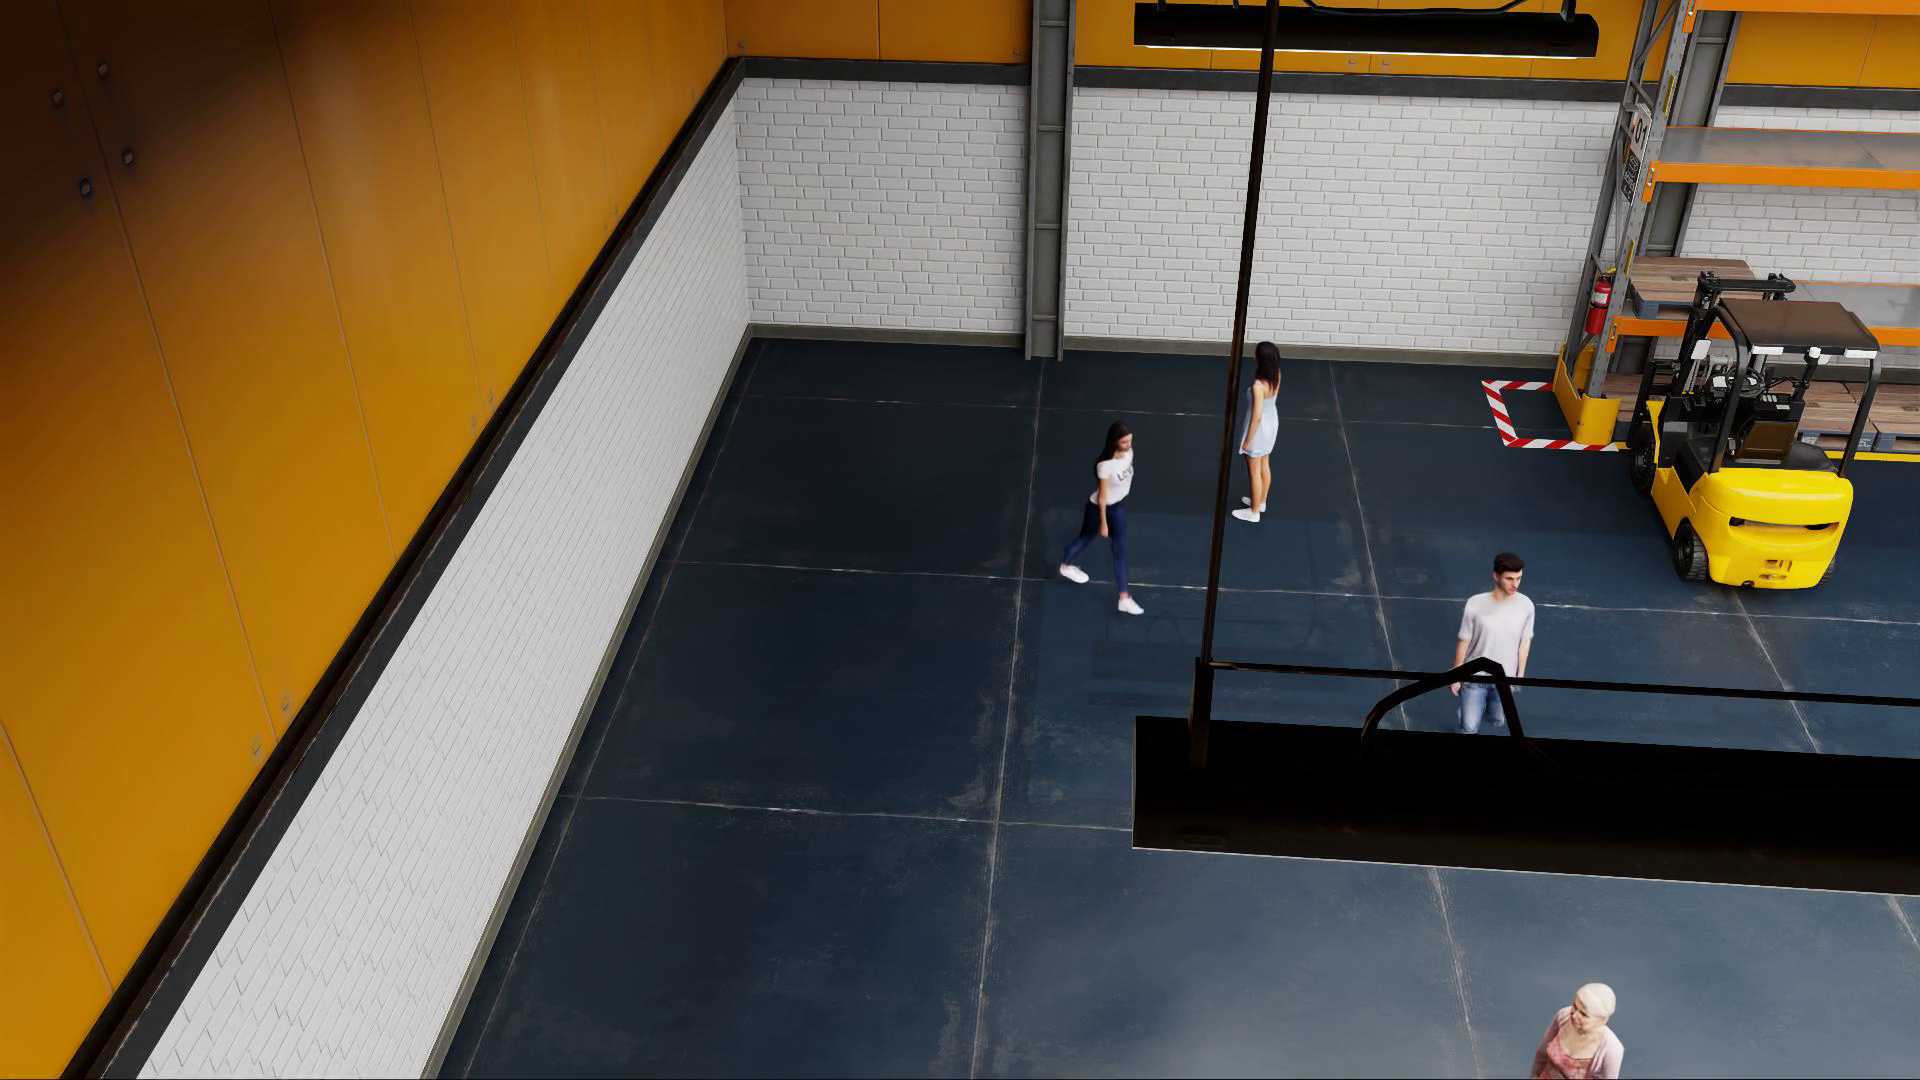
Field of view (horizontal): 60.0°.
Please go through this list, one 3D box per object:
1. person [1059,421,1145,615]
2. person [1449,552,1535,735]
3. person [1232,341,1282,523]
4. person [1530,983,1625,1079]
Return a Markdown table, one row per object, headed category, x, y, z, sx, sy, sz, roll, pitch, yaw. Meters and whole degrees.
| category | x | y | z | sx | sy | sz | roll | pitch | yaw |
| --- | --- | --- | --- | --- | --- | --- | --- | --- | --- |
| person | 1.102 | -0.241 | 13.491 | 1.200 | 1.709 | 1.076 | 25 | 41 | 33 |
| person | 3.683 | 0.878 | 11.661 | 1.017 | 1.870 | 0.868 | -3 | 34 | -5 |
| person | 2.632 | -0.956 | 14.547 | 0.677 | 1.731 | 0.669 | 20 | 39 | 27 |
| person | 3.200 | 2.929 | 8.738 | 0.750 | 1.691 | 0.704 | -20 | 39 | -28 |
